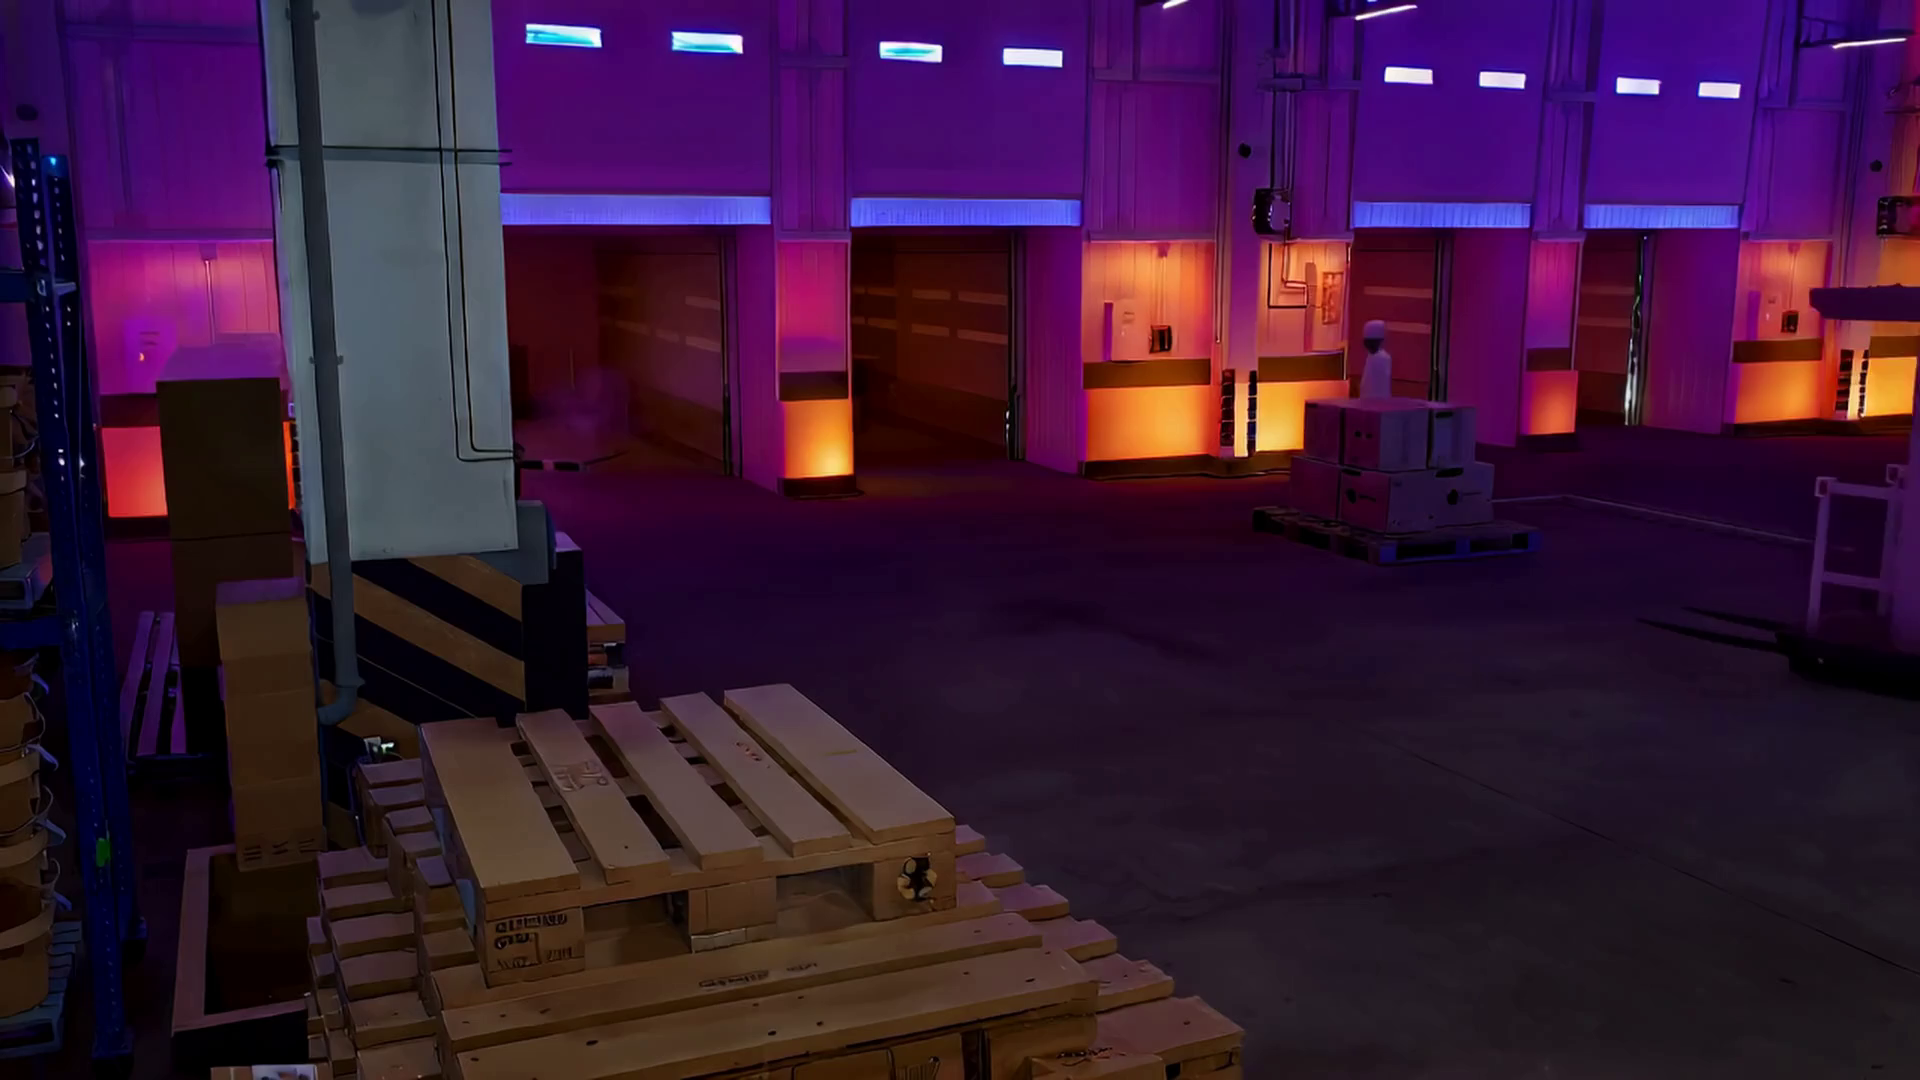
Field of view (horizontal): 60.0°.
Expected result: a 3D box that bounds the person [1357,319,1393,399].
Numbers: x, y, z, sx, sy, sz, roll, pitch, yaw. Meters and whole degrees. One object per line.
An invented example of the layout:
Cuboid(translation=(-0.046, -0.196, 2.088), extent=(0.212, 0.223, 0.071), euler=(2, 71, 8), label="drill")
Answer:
Cuboid(translation=(4.314, -1.361, 17.406), extent=(0.694, 1.909, 0.557), euler=(0, 10, 1), label="person")

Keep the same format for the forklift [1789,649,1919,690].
Cuboid(translation=(6.205, -0.471, 9.782), extent=(1.129, 2.768, 1.873), euler=(-8, 13, -38), label="forklift")
